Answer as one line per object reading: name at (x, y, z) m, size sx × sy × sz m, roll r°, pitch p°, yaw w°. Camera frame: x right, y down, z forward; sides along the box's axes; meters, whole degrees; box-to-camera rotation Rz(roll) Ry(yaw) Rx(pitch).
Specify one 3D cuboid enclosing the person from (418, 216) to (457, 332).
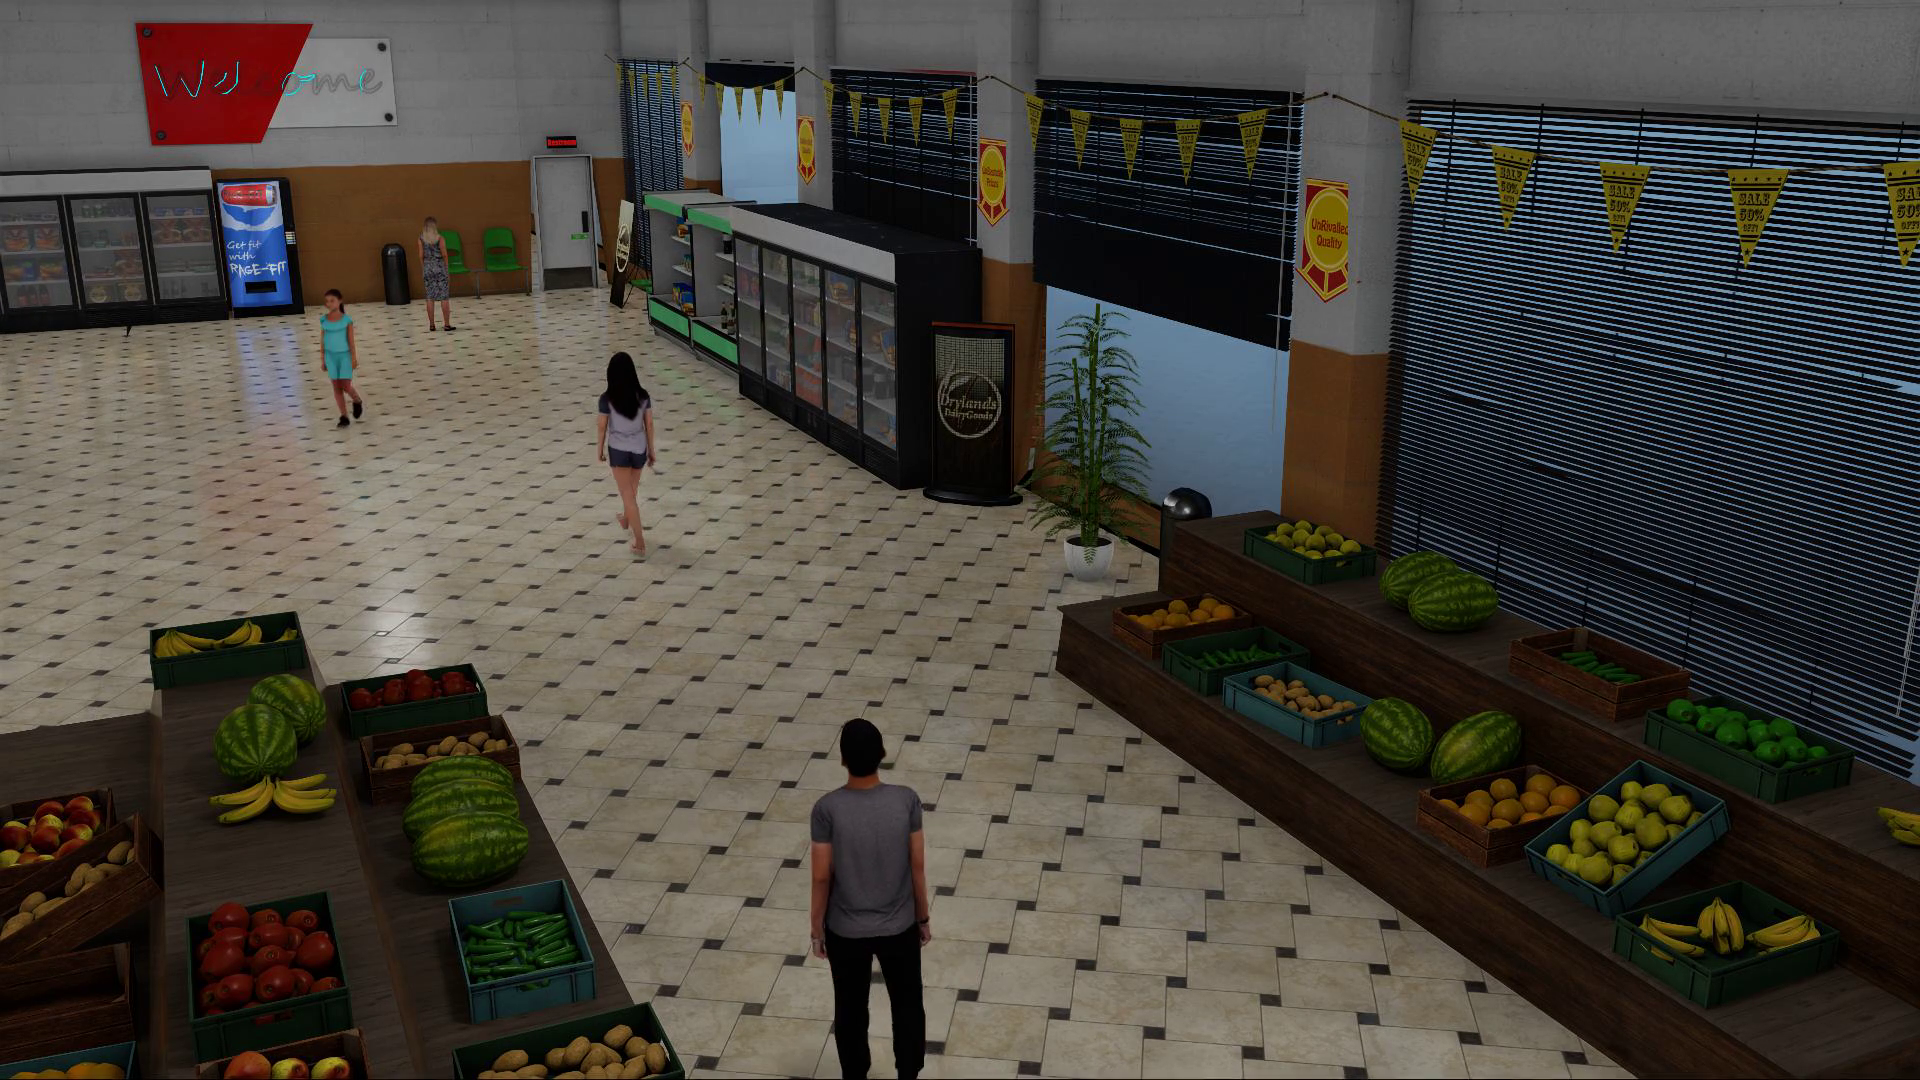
person at (-7.838, -3.975, 24.822) m, size 0.638 × 1.706 × 0.645 m, roll 1°, pitch 17°, yaw 4°

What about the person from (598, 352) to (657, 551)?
person at (-2.820, -0.718, 14.179) m, size 0.665 × 1.657 × 1.112 m, roll -9°, pitch 19°, yaw -28°

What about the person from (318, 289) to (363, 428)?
person at (-6.993, -2.063, 18.796) m, size 0.722 × 1.548 × 0.819 m, roll 1°, pitch 17°, yaw 4°

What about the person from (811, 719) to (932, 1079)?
person at (-0.334, 1.547, 6.570) m, size 0.759 × 1.744 × 0.932 m, roll -3°, pitch 17°, yaw -11°
